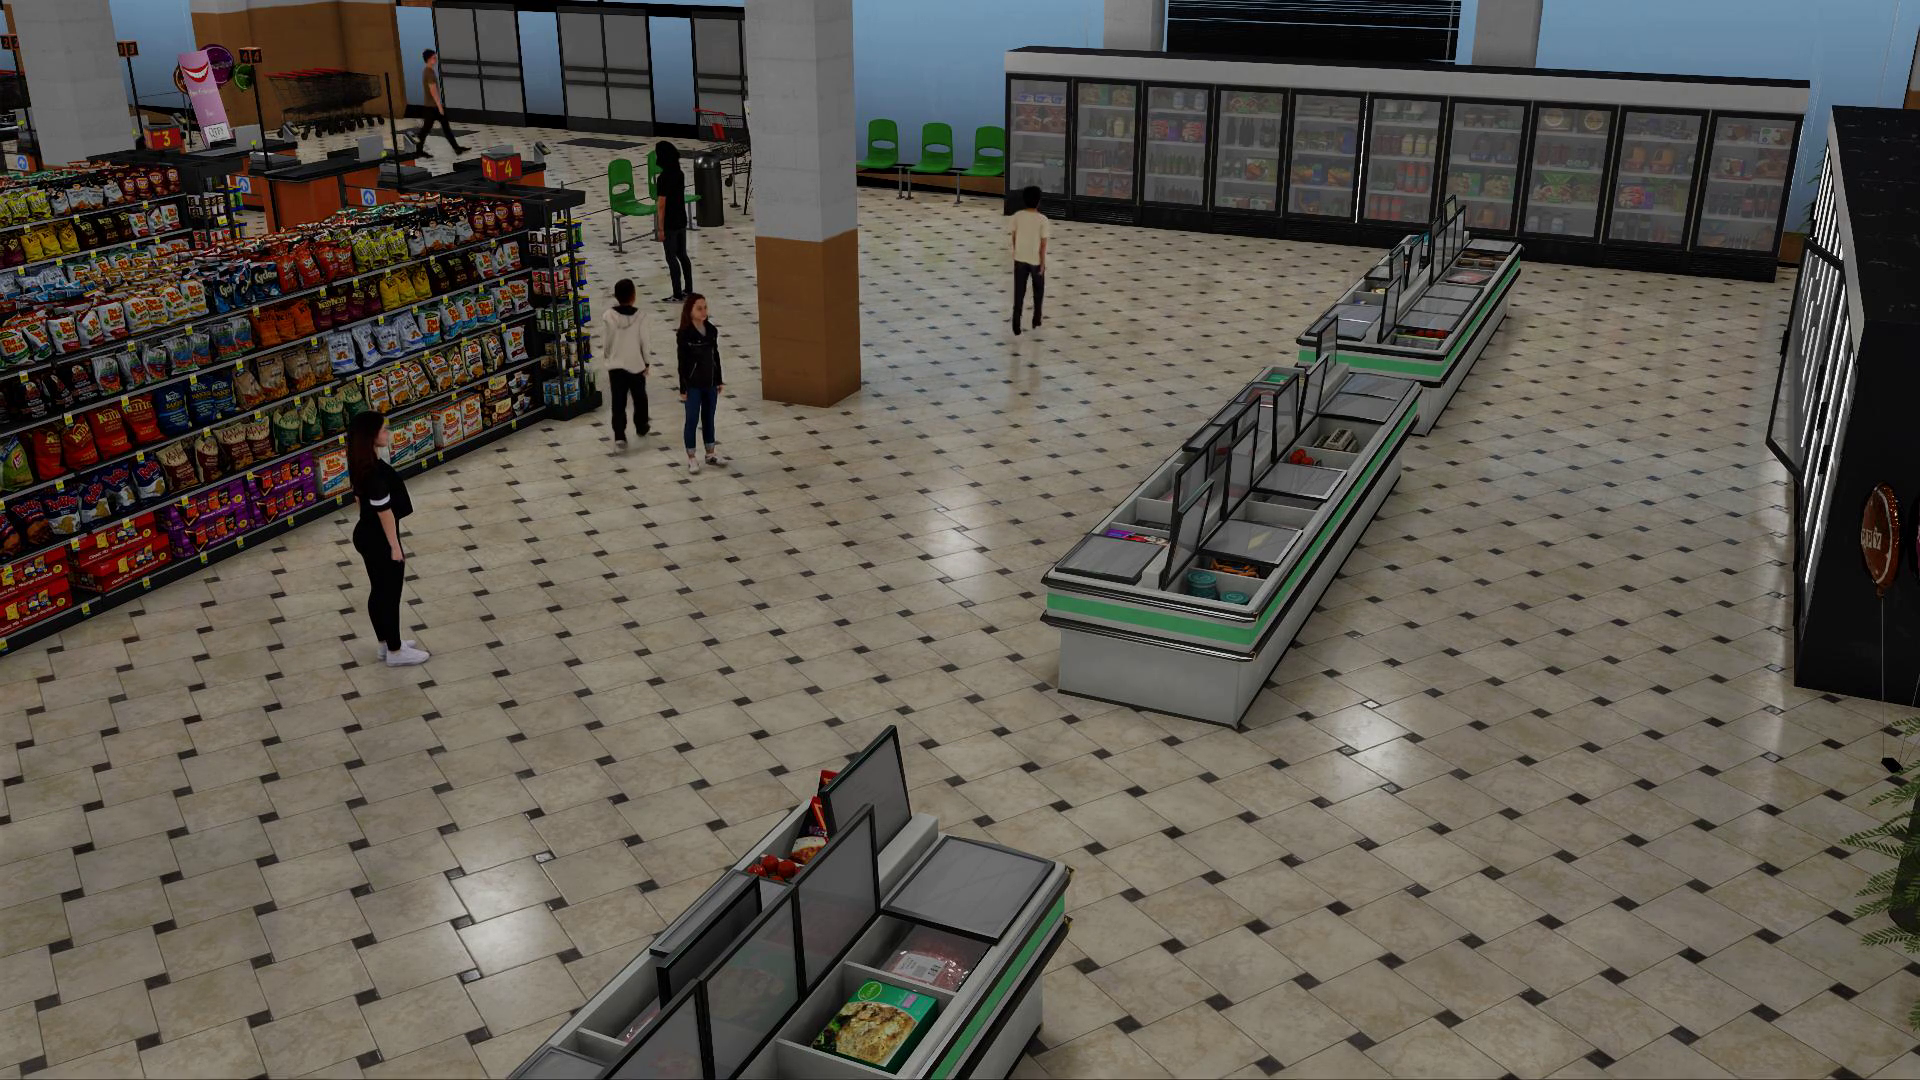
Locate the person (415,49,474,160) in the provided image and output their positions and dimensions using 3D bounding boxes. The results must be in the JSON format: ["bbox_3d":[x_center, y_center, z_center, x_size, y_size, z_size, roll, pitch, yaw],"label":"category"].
[{"bbox_3d":[-9.094,-7.394,28.405,1.234,1.805,1.239,-5,22,-13],"label":"person"}]

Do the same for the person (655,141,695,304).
[{"bbox_3d":[-3.274,-3.645,19.047,0.678,1.826,0.468,9,24,21],"label":"person"}]

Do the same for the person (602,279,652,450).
[{"bbox_3d":[-2.867,-1.480,14.178,0.843,1.439,1.036,0,22,-1],"label":"person"}]

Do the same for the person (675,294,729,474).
[{"bbox_3d":[-2.144,-1.304,13.678,0.563,1.484,0.690,-18,28,-37],"label":"person"}]

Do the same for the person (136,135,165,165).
[{"bbox_3d":[-10.191,-4.244,20.883,0.934,1.569,1.132,3,22,8],"label":"person"}]

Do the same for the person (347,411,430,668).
[{"bbox_3d":[-3.574,-0.008,10.245,0.730,1.640,0.704,-15,26,-33],"label":"person"}]

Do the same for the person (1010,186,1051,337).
[{"bbox_3d":[0.706,-2.923,17.615,0.735,1.555,1.054,5,22,11],"label":"person"}]
